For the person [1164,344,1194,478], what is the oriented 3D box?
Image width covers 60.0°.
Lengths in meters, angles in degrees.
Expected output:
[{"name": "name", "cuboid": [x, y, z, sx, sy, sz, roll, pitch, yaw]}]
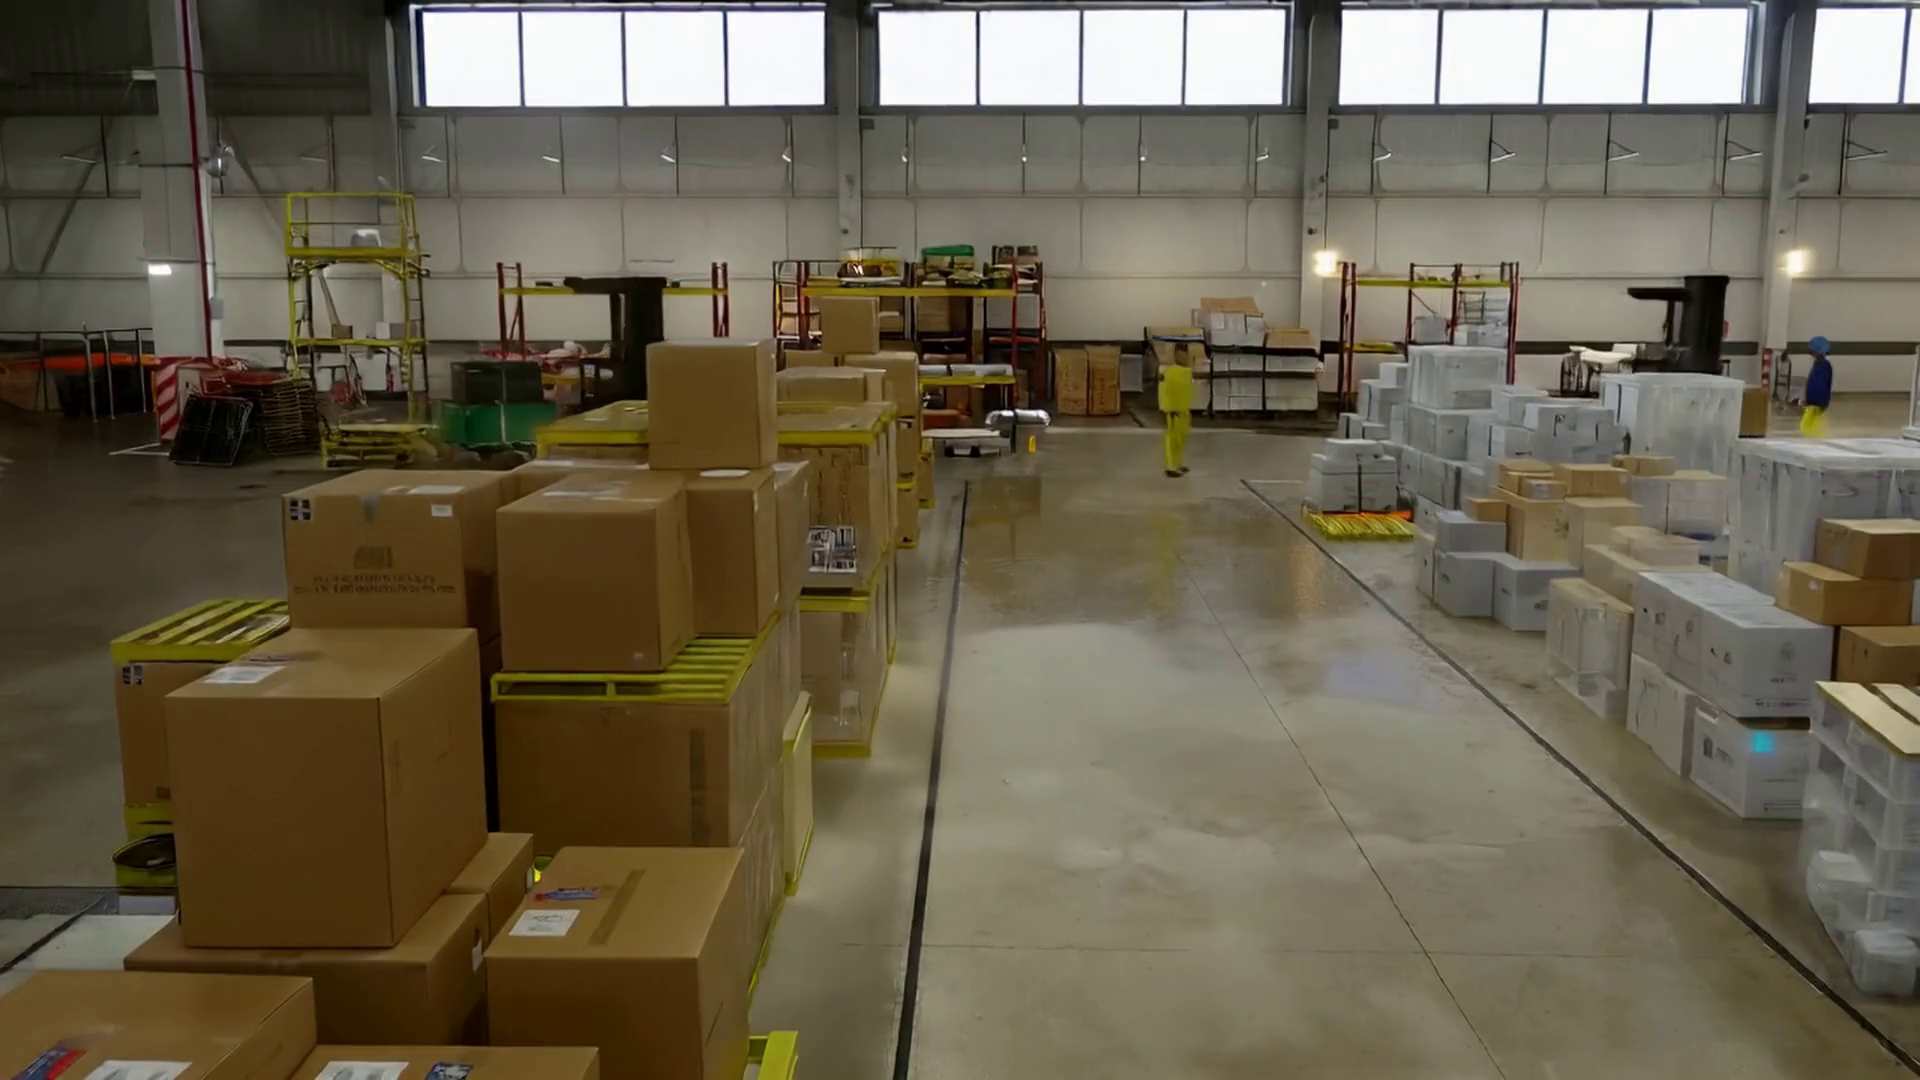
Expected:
[{"name": "person", "cuboid": [3.076, -1.816, 23.457, 0.475, 1.895, 0.662, 6, 11, 34]}]

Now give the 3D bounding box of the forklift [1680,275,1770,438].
[{"name": "forklift", "cuboid": [11.769, -2.801, 26.413, 1.873, 2.768, 1.129, 0, 9, 1]}]

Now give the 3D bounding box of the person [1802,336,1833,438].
[{"name": "person", "cuboid": [12.605, -2.005, 24.356, 0.701, 1.976, 0.633, 5, 11, 26]}]

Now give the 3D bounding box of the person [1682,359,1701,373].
[{"name": "person", "cuboid": [9.026, -1.322, 20.661, 0.625, 1.844, 0.429, -3, 10, -18]}]

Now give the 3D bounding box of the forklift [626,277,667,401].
[{"name": "forklift", "cuboid": [-4.452, -2.356, 23.746, 1.873, 2.768, 1.129, -4, 10, -25]}]
